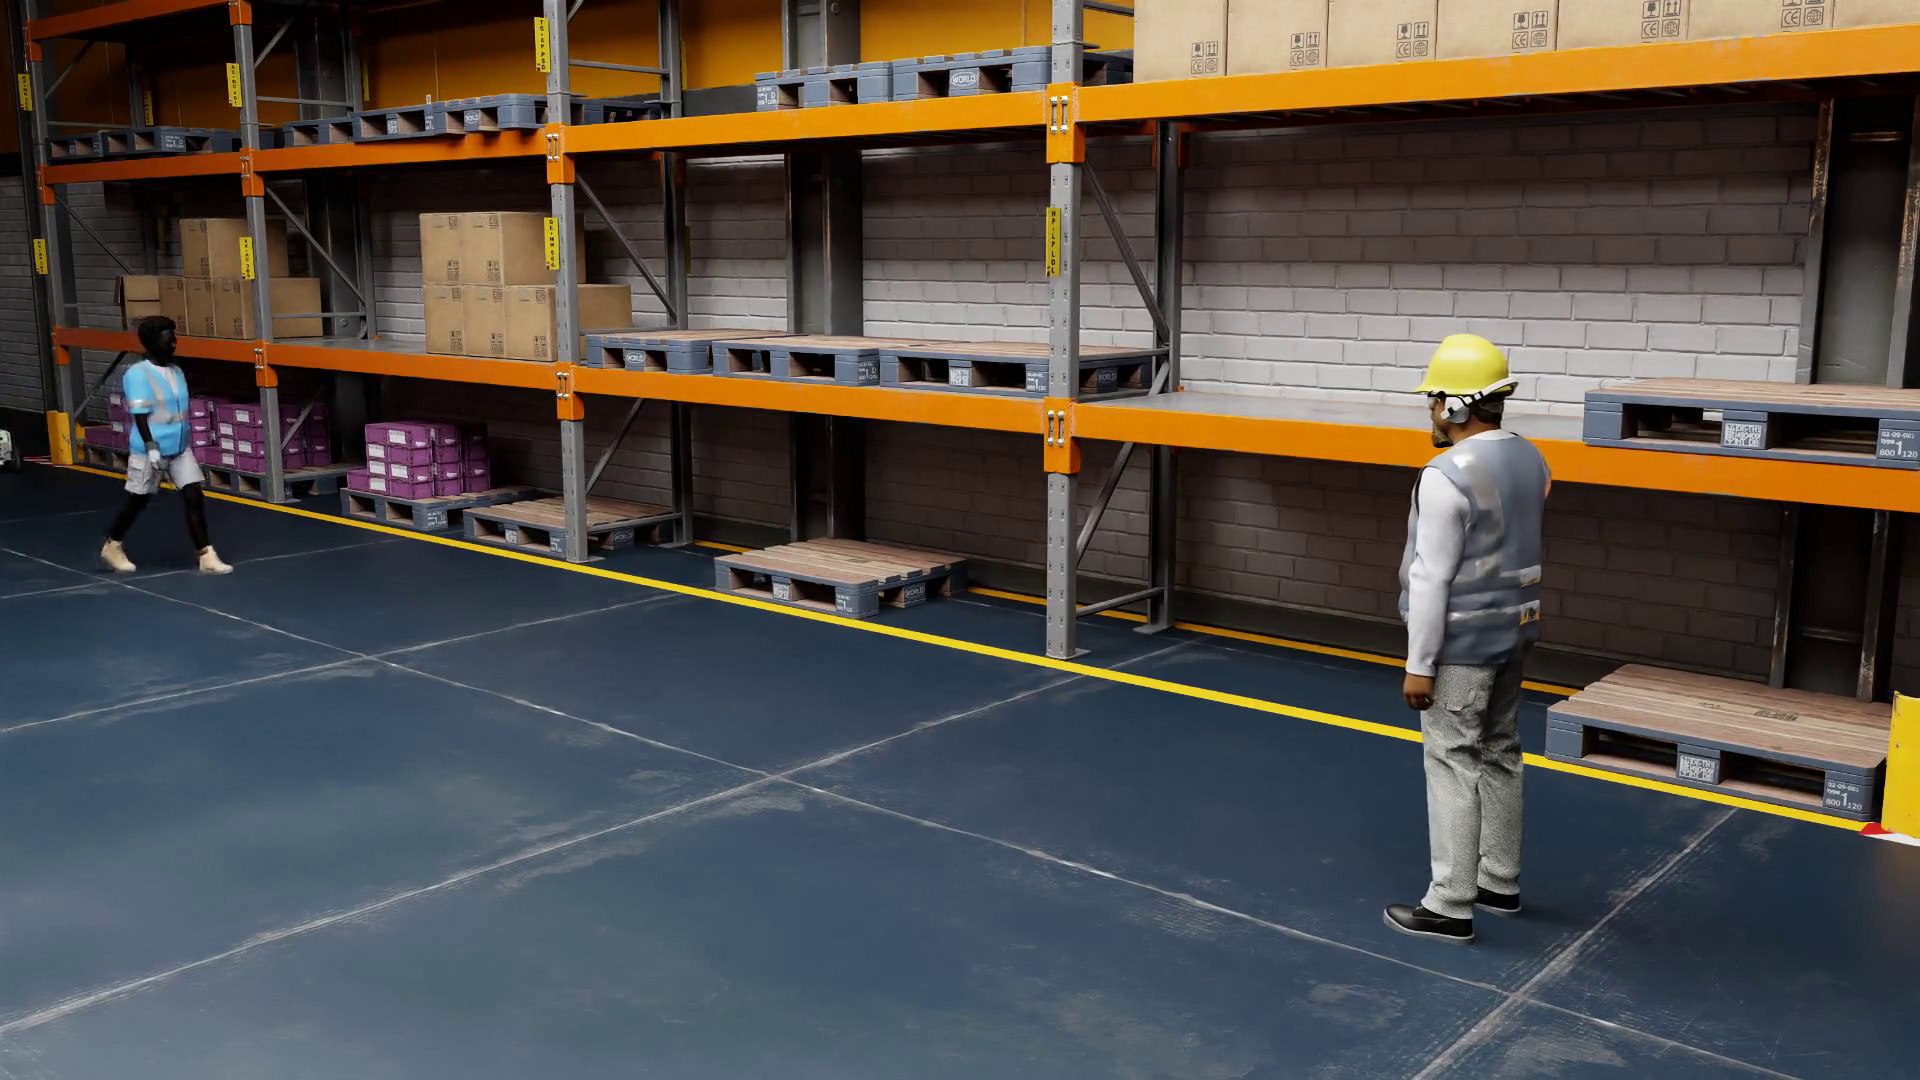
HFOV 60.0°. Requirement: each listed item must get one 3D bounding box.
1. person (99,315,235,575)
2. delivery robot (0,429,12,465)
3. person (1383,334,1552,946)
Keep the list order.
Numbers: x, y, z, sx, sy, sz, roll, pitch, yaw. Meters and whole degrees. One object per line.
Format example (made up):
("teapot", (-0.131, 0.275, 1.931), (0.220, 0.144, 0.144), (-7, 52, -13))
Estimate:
("person", (-5.099, -0.593, 10.521), (0.846, 1.667, 0.528), (2, 10, 13))
("delivery robot", (-9.004, -0.920, 15.278), (0.707, 0.478, 0.477), (9, 14, 43))
("person", (1.526, 0.297, 5.025), (0.591, 1.823, 0.405), (-9, 14, -43))
